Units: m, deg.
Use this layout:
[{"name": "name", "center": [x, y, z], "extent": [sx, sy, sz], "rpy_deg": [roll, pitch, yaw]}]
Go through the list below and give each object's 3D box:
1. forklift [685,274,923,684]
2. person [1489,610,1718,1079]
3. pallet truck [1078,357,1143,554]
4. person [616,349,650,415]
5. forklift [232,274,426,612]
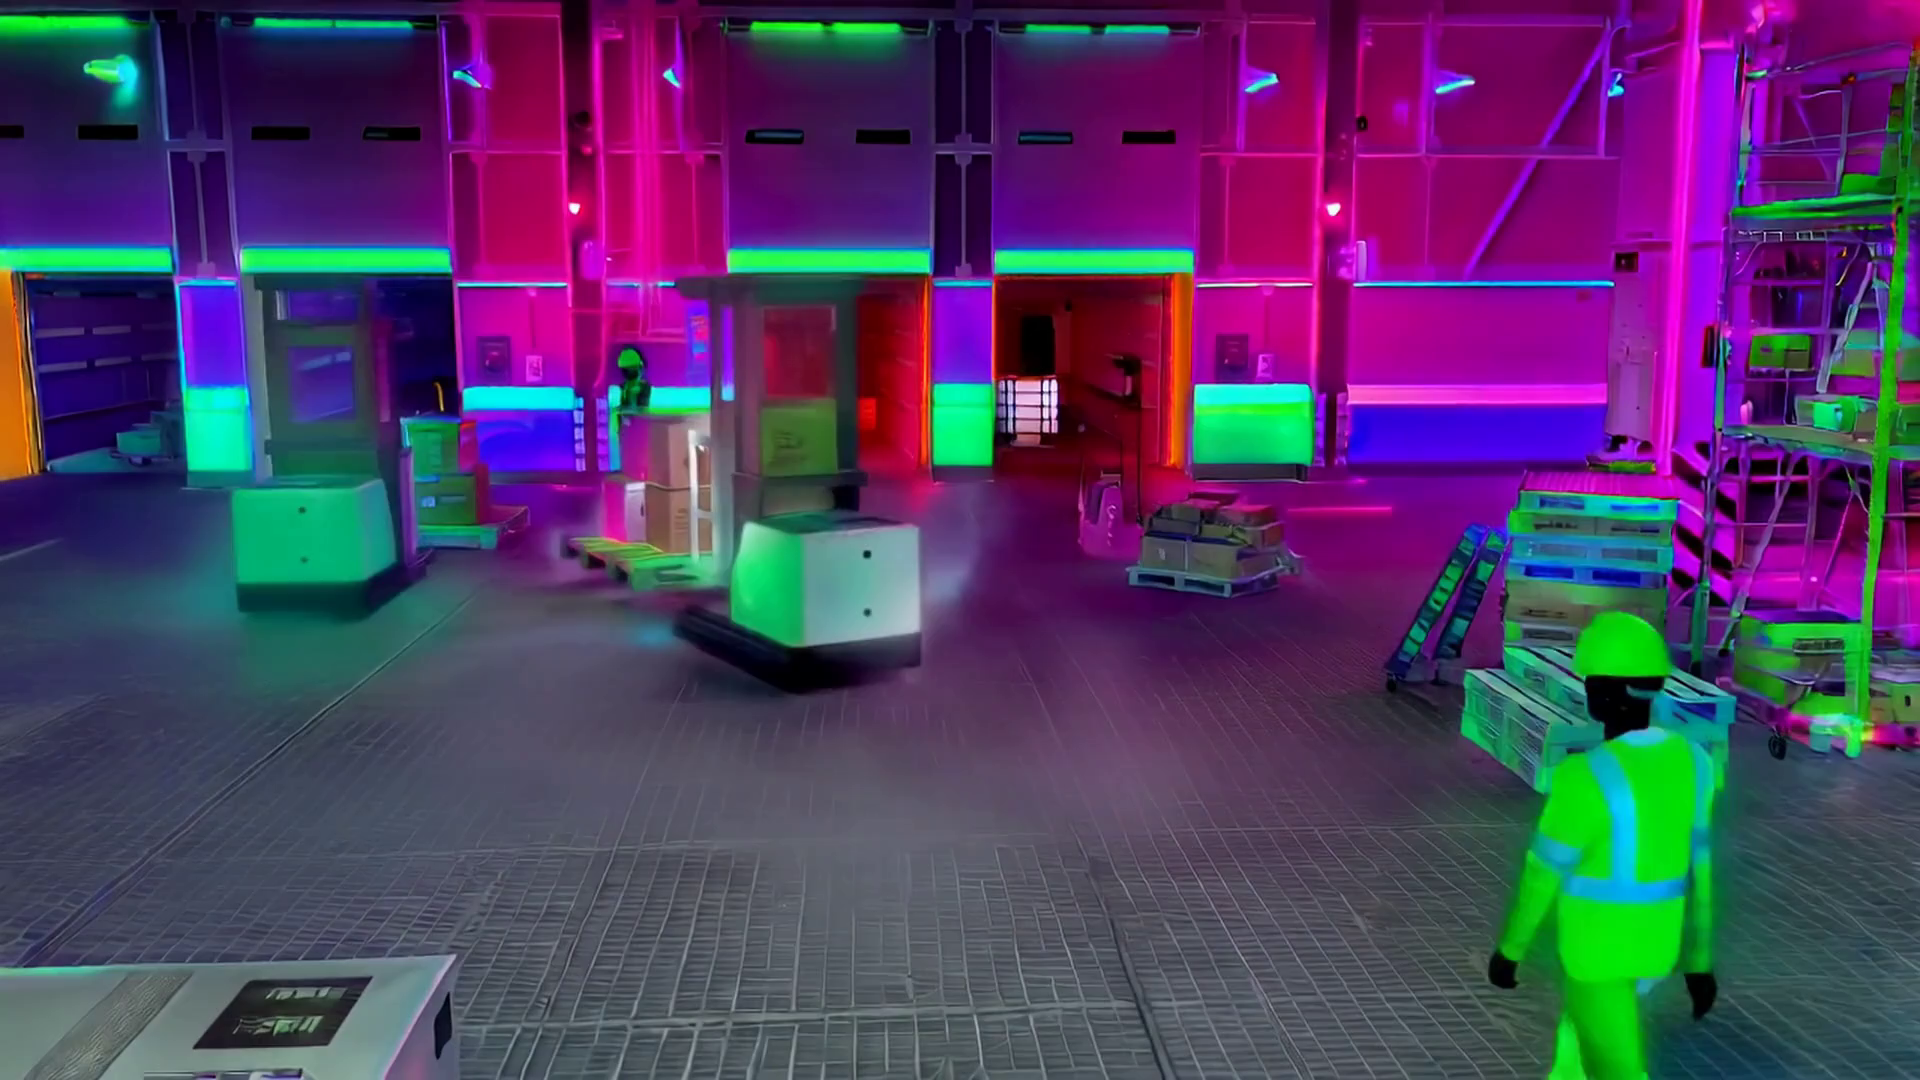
[{"name": "forklift", "center": [-1.151, -0.522, 12.024], "extent": [1.129, 2.768, 1.873], "rpy_deg": [-5, 10, -30]}, {"name": "person", "center": [1.824, 1.134, 4.763], "extent": [0.543, 1.884, 0.996], "rpy_deg": [-5, 11, -31]}, {"name": "pallet truck", "center": [2.088, -0.836, 16.757], "extent": [1.885, 1.965, 0.823], "rpy_deg": [2, 9, 13]}, {"name": "person", "center": [-4.002, -1.371, 20.346], "extent": [0.389, 1.930, 0.544], "rpy_deg": [-8, 12, -41]}, {"name": "forklift", "center": [-5.461, -0.886, 14.313], "extent": [1.129, 2.768, 1.873], "rpy_deg": [-1, 9, -4]}]
